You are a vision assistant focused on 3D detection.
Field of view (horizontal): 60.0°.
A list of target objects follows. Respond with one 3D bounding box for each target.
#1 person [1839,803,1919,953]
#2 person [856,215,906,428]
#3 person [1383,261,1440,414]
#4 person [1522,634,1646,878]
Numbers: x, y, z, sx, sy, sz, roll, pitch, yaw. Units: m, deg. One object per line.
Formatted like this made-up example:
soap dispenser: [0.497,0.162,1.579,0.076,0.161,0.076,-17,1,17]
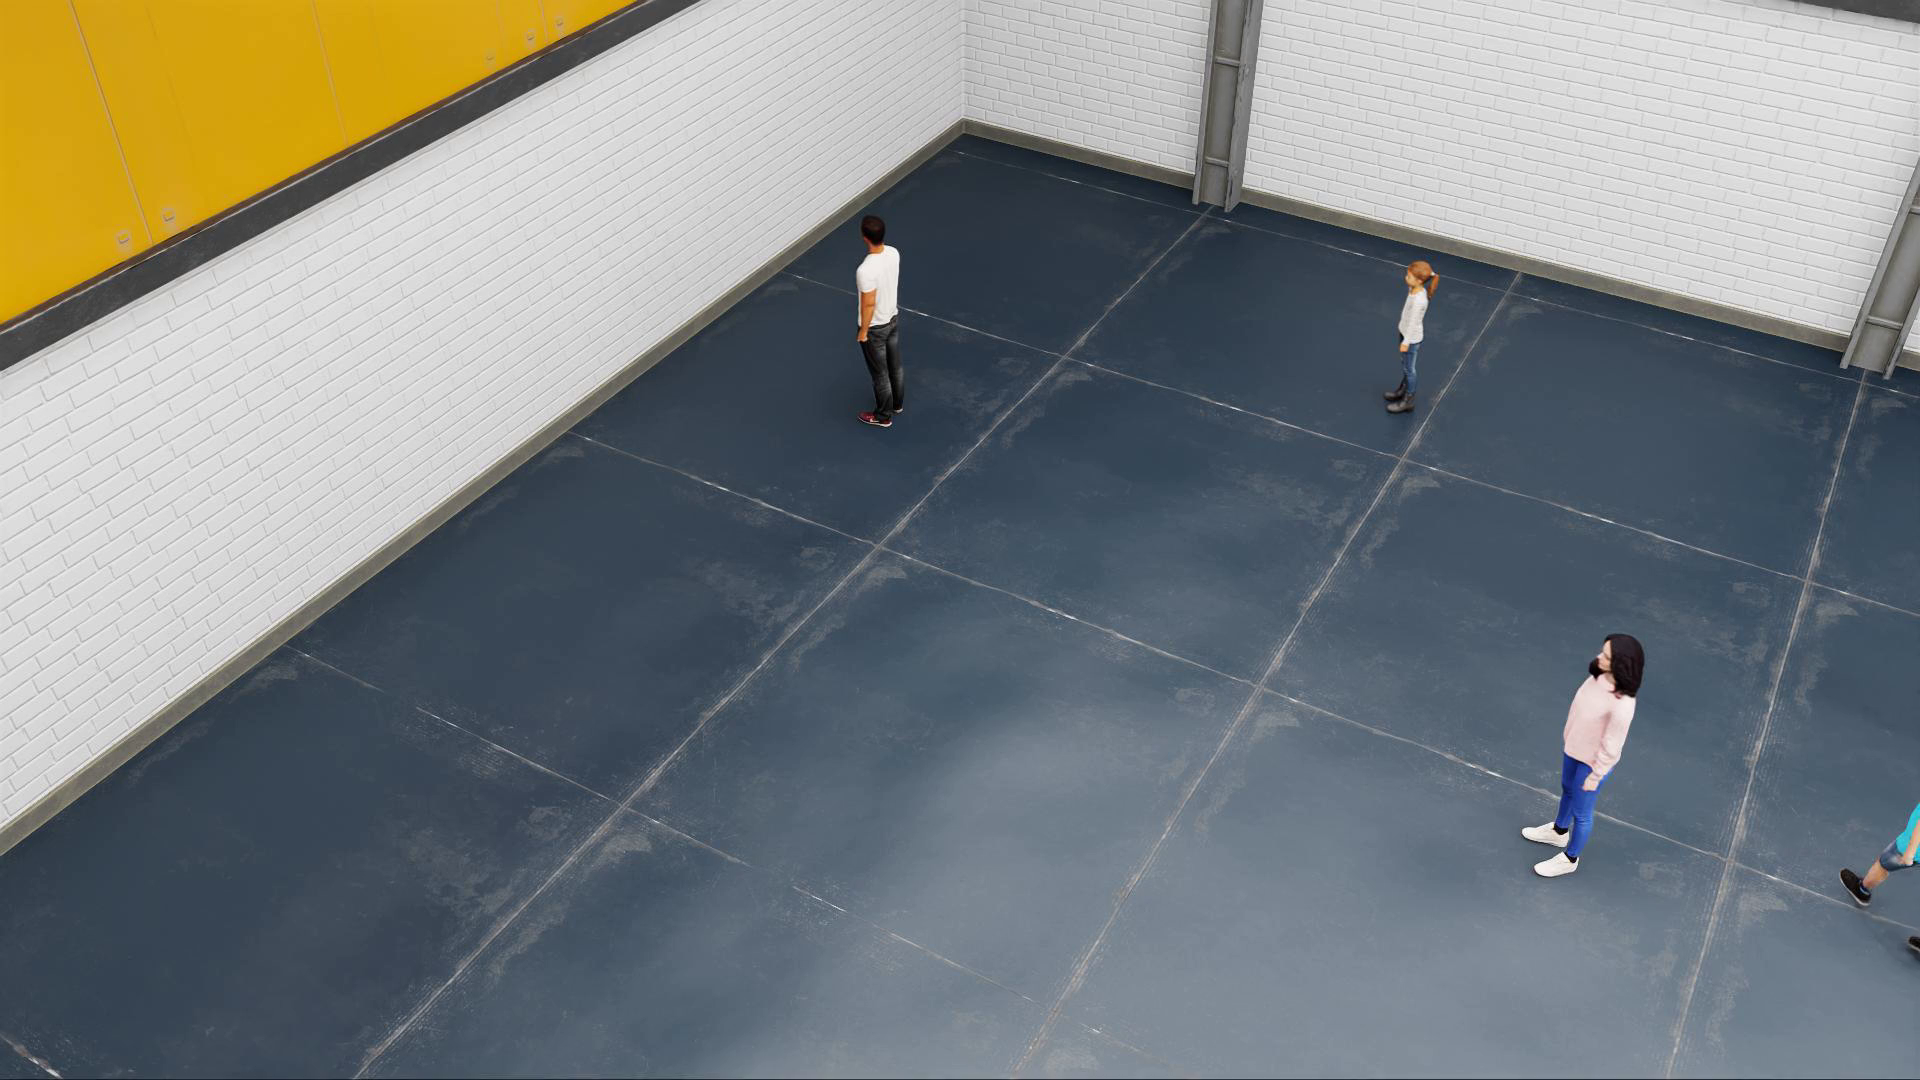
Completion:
person: [5.340,1.699,9.064,0.943,1.420,0.985,-7,39,-9]
person: [-0.622,-1.720,13.044,0.521,1.797,0.634,20,43,23]
person: [3.621,-1.632,13.322,0.556,1.312,0.527,3,39,4]
person: [3.567,1.211,9.396,0.703,1.769,0.719,2,39,3]
